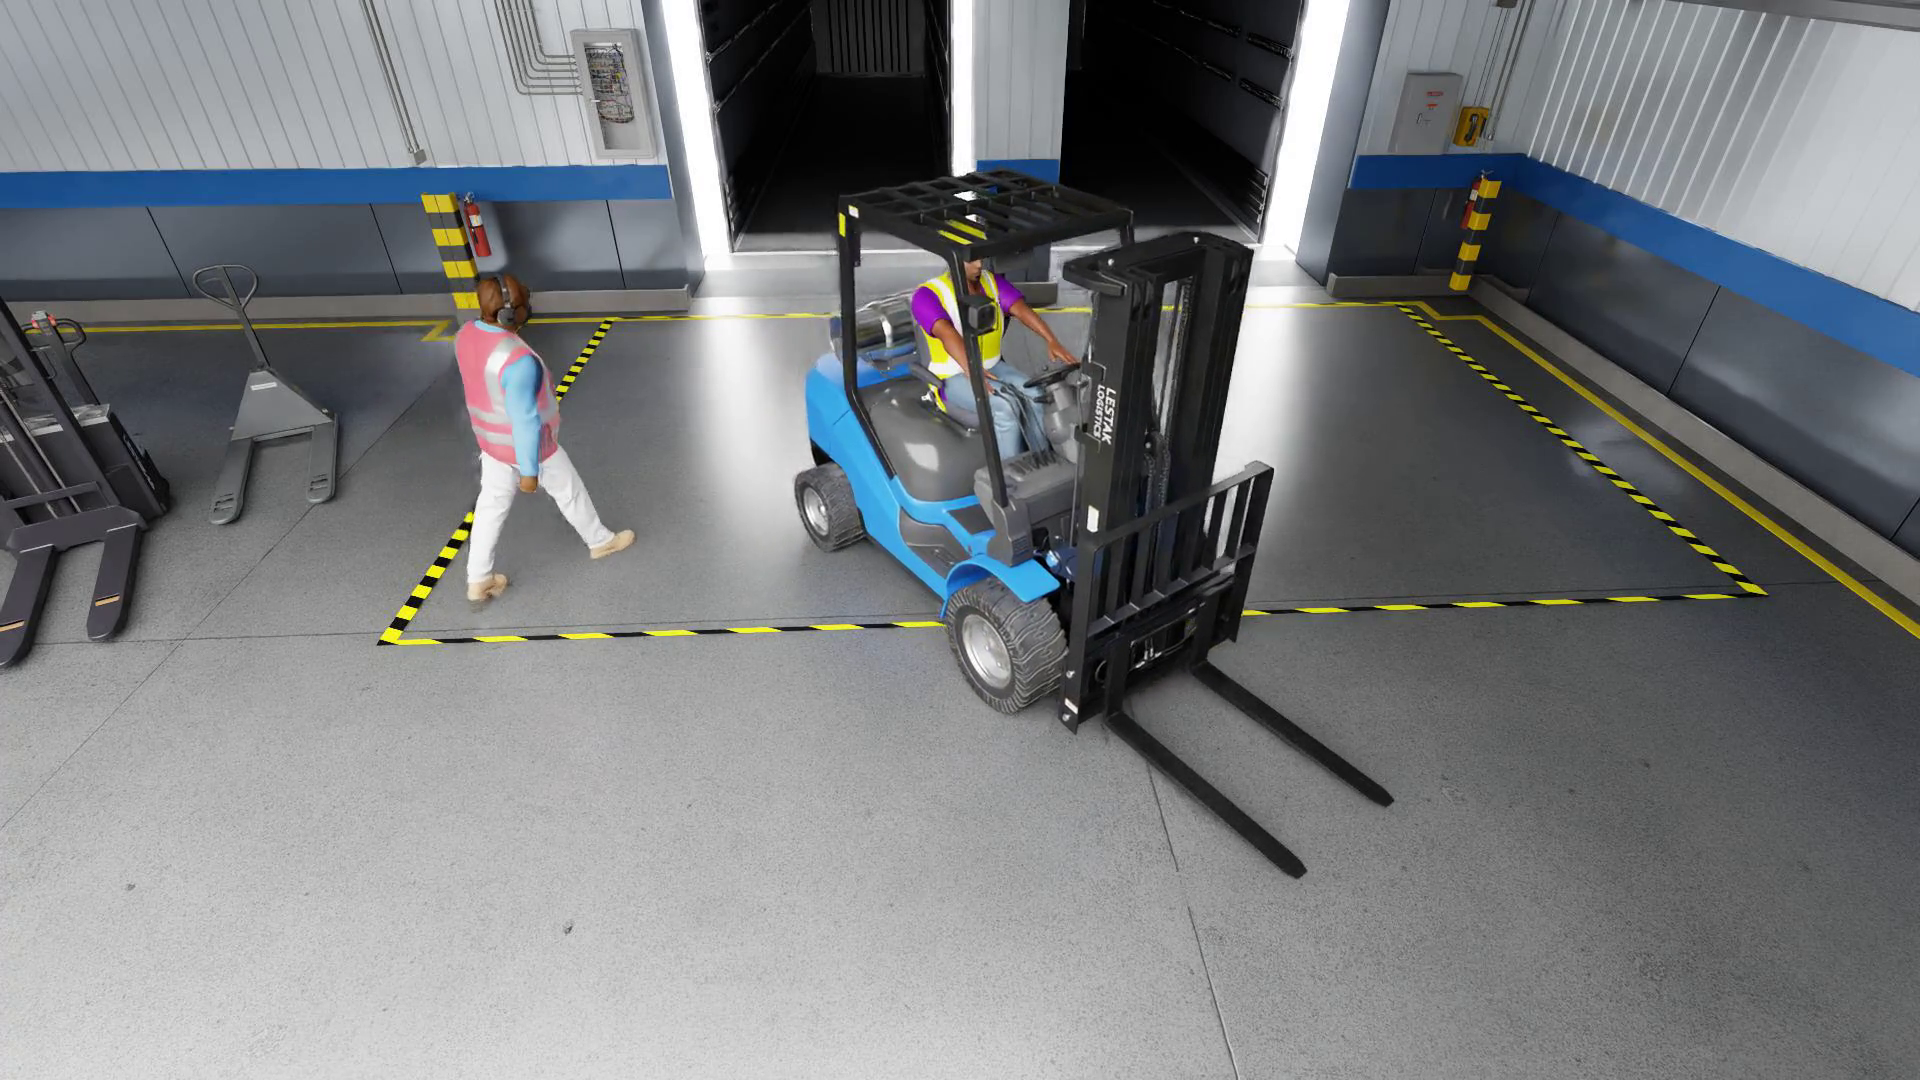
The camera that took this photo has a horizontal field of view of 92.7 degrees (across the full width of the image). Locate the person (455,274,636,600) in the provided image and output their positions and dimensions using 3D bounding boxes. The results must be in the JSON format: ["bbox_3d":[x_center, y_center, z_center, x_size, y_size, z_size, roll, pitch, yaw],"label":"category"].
[{"bbox_3d":[-2.396,-0.527,4.946,0.679,1.779,1.006,23,41,29],"label":"person"}]

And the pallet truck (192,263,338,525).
[{"bbox_3d":[-4.778,-1.027,6.128,0.680,1.201,1.601,-17,38,-23],"label":"pallet truck"}]

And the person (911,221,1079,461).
[{"bbox_3d":[0.204,-0.855,4.580,0.635,1.294,1.004,-22,41,-29],"label":"person"}]

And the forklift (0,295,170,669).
[{"bbox_3d":[-5.212,-0.618,4.878,0.823,1.965,1.885,-20,39,-26],"label":"forklift"}]

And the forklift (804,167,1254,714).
[{"bbox_3d":[0.175,-0.732,4.731,1.157,2.036,2.680,-22,41,-29],"label":"forklift"}]
